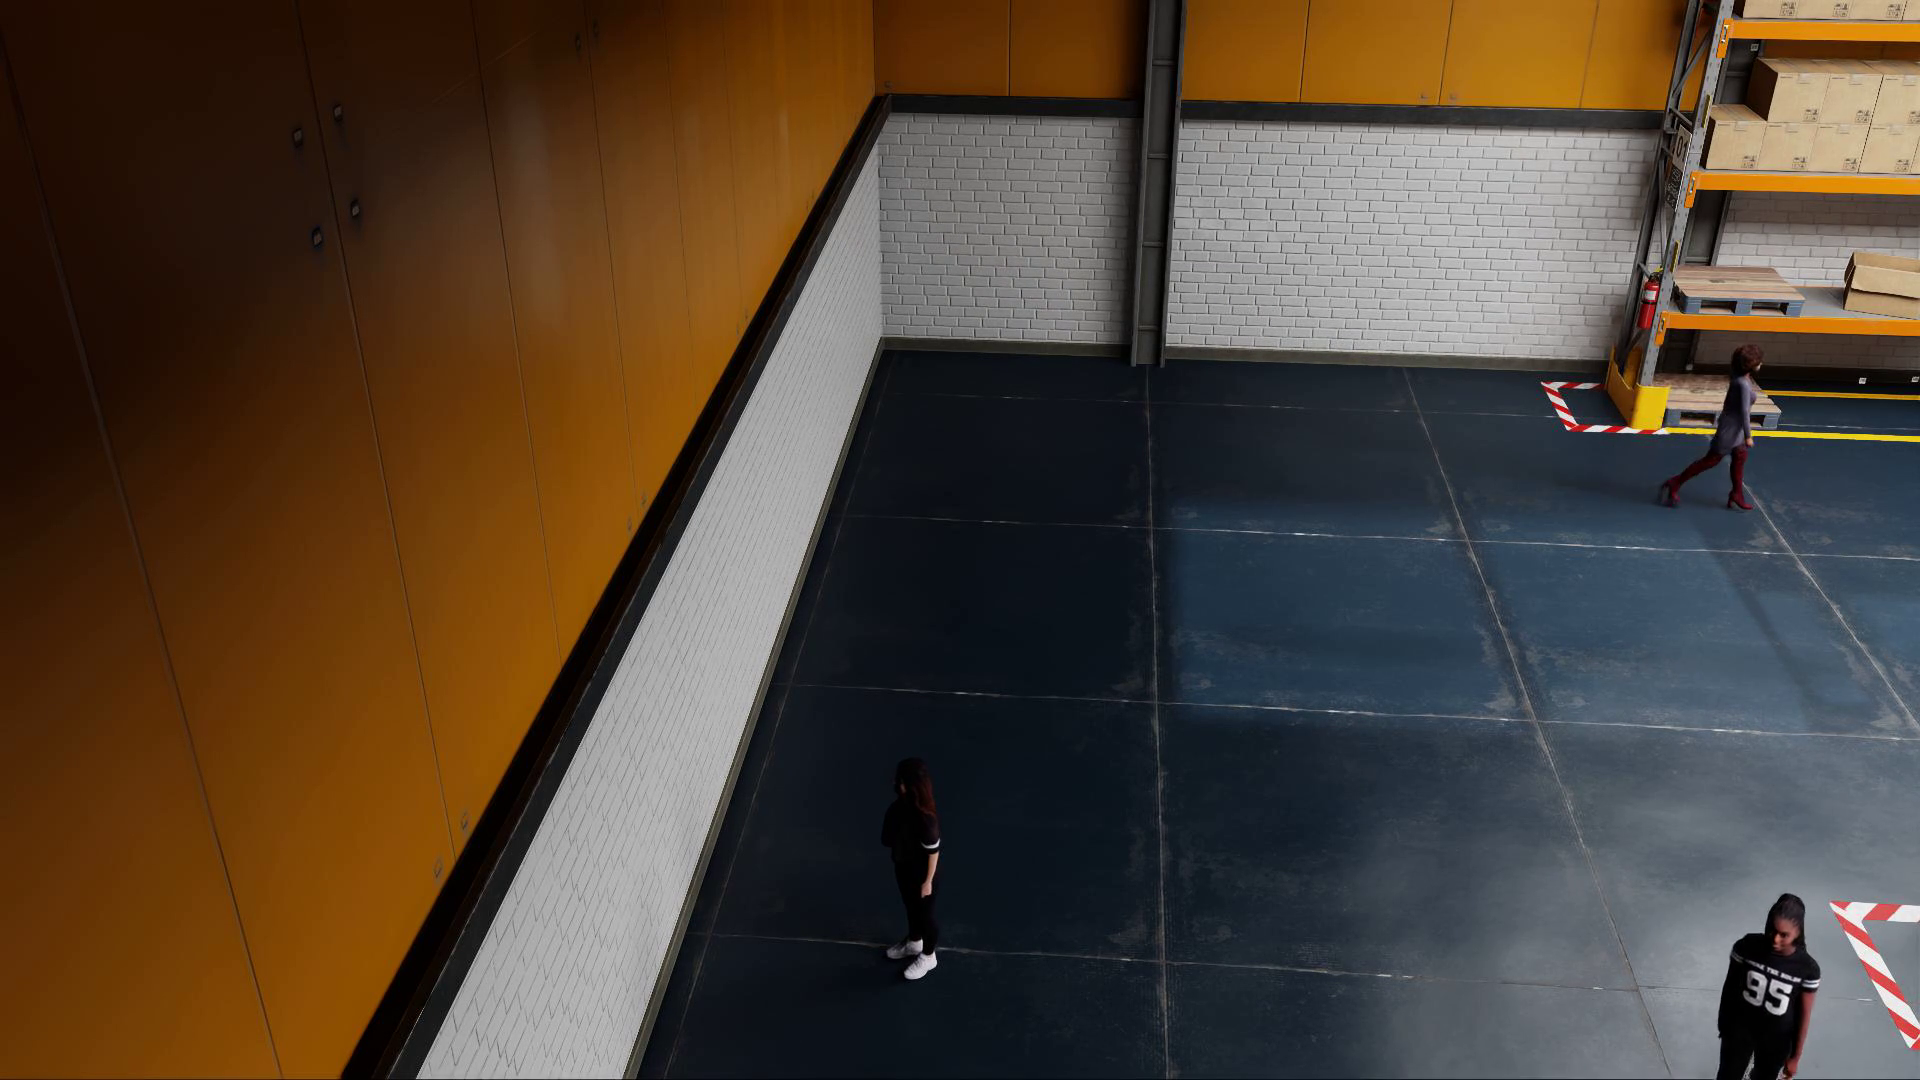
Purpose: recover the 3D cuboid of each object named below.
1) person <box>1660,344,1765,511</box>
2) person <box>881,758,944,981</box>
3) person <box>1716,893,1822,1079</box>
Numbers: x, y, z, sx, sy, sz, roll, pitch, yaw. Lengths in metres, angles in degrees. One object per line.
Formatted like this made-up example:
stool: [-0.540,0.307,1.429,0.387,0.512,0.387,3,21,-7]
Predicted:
person: [7.323,-1.053,16.022,1.164,1.675,0.779,10,30,17]
person: [-0.268,2.030,10.409,0.740,1.638,0.709,-13,31,-23]
person: [4.429,2.673,9.166,1.160,1.699,1.044,17,33,29]
